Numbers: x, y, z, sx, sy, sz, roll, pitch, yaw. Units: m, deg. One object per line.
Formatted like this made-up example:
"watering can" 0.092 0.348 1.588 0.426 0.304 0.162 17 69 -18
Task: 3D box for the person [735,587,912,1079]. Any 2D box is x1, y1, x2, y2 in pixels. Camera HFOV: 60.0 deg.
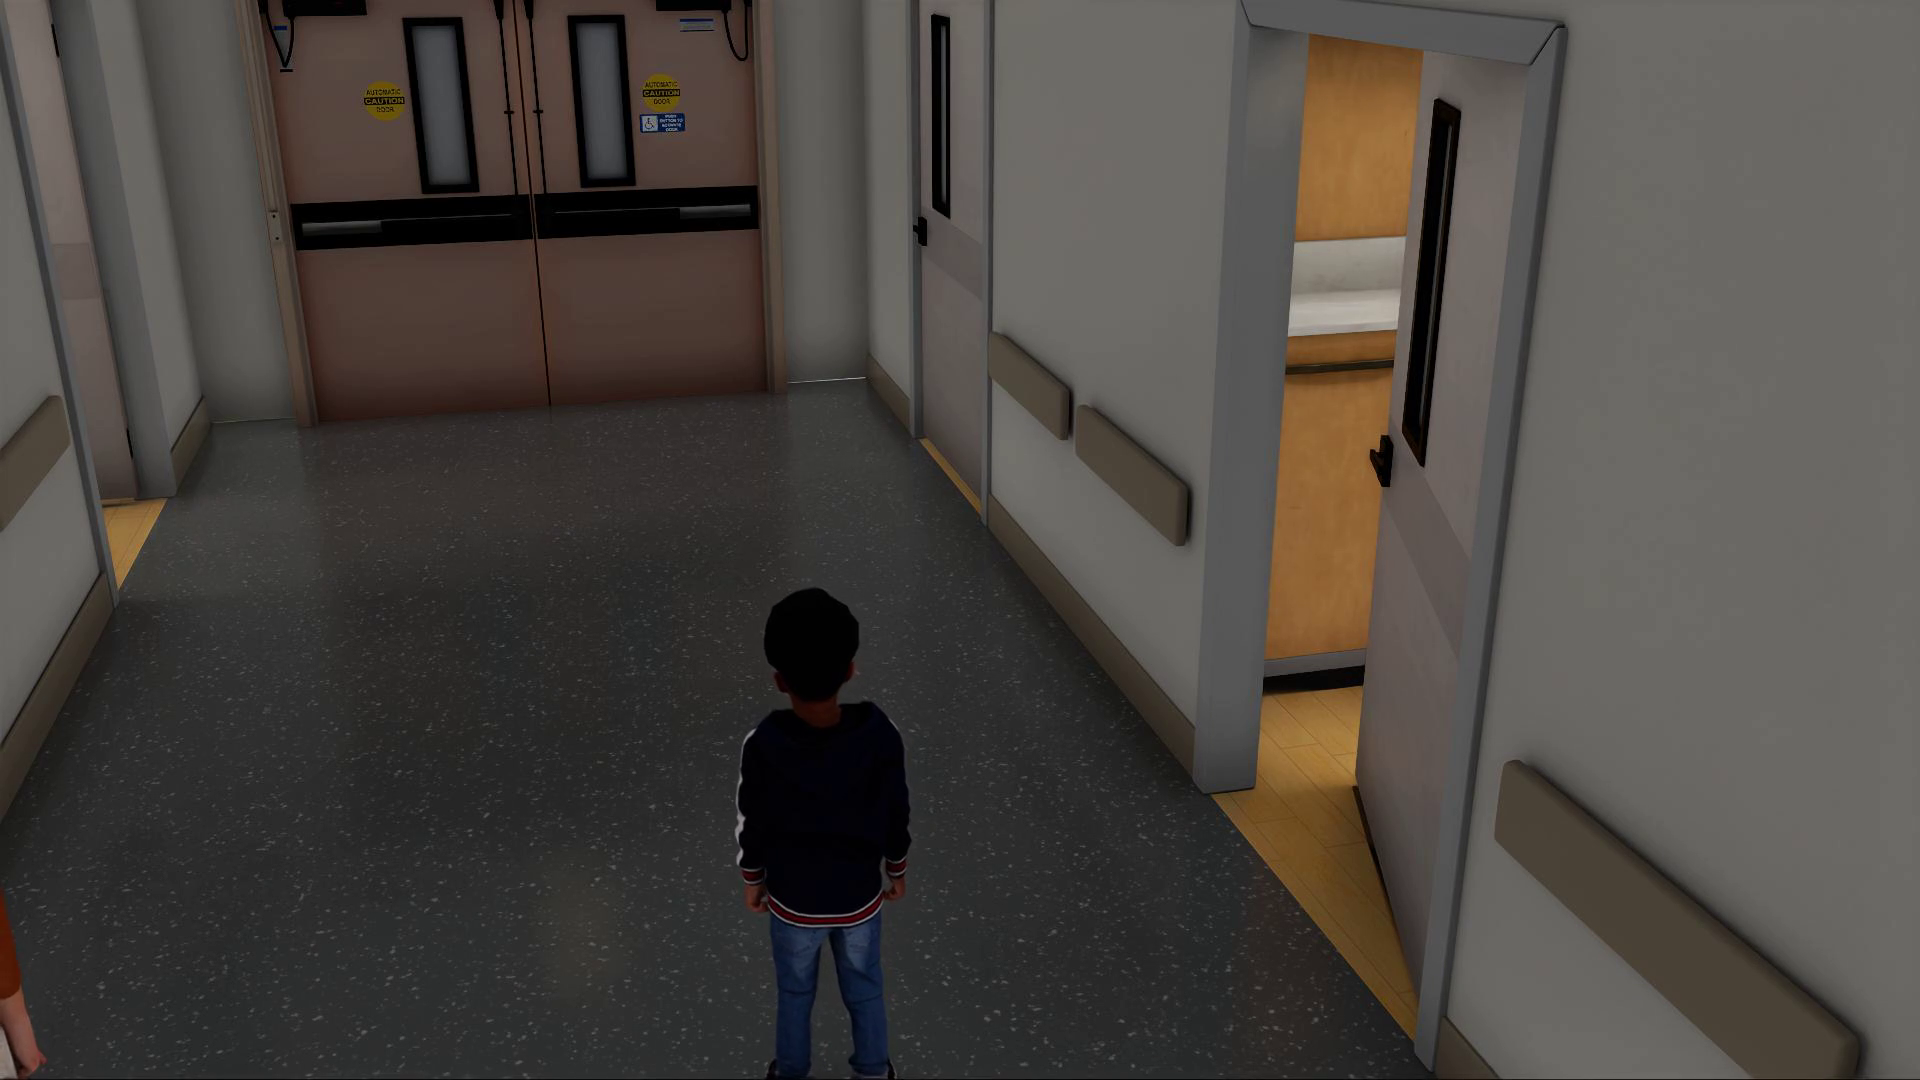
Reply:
"person" -0.286 0.687 3.499 0.551 1.219 0.513 -2 21 -4
